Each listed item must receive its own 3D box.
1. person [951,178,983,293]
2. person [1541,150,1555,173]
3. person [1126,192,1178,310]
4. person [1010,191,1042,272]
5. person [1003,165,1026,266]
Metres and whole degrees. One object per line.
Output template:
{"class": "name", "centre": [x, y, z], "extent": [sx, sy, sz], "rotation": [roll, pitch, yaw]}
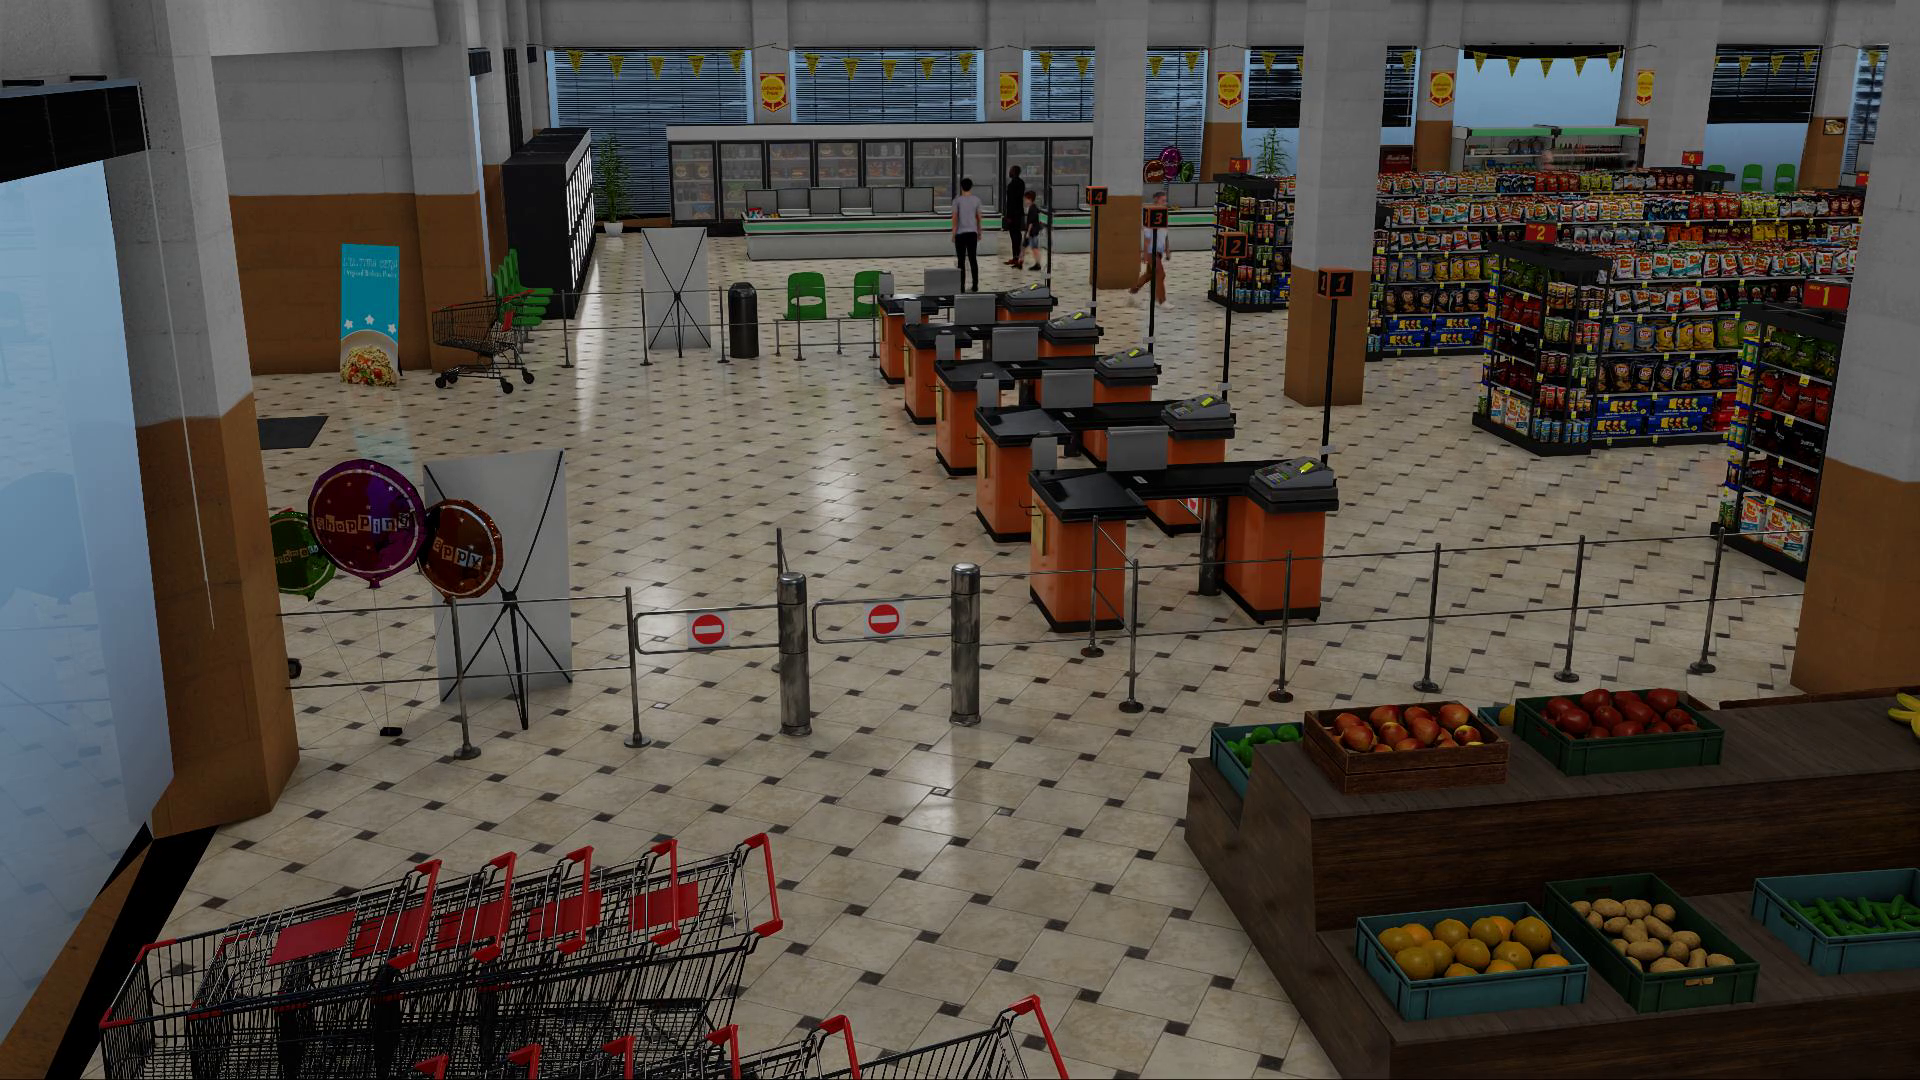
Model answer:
{"class": "person", "centre": [0.105, -5.063, 27.636], "extent": [0.512, 1.862, 0.760], "rotation": [-5, 18, -17]}
{"class": "person", "centre": [12.909, -7.660, 36.477], "extent": [0.966, 1.695, 0.674], "rotation": [-1, 17, -3]}
{"class": "person", "centre": [2.942, -4.488, 25.867], "extent": [1.253, 1.791, 1.158], "rotation": [10, 20, 30]}
{"class": "person", "centre": [1.349, -5.565, 30.032], "extent": [0.767, 1.430, 0.547], "rotation": [-3, 17, -11]}
{"class": "person", "centre": [1.035, -6.057, 30.987], "extent": [0.785, 1.818, 0.785], "rotation": [6, 18, 19]}
